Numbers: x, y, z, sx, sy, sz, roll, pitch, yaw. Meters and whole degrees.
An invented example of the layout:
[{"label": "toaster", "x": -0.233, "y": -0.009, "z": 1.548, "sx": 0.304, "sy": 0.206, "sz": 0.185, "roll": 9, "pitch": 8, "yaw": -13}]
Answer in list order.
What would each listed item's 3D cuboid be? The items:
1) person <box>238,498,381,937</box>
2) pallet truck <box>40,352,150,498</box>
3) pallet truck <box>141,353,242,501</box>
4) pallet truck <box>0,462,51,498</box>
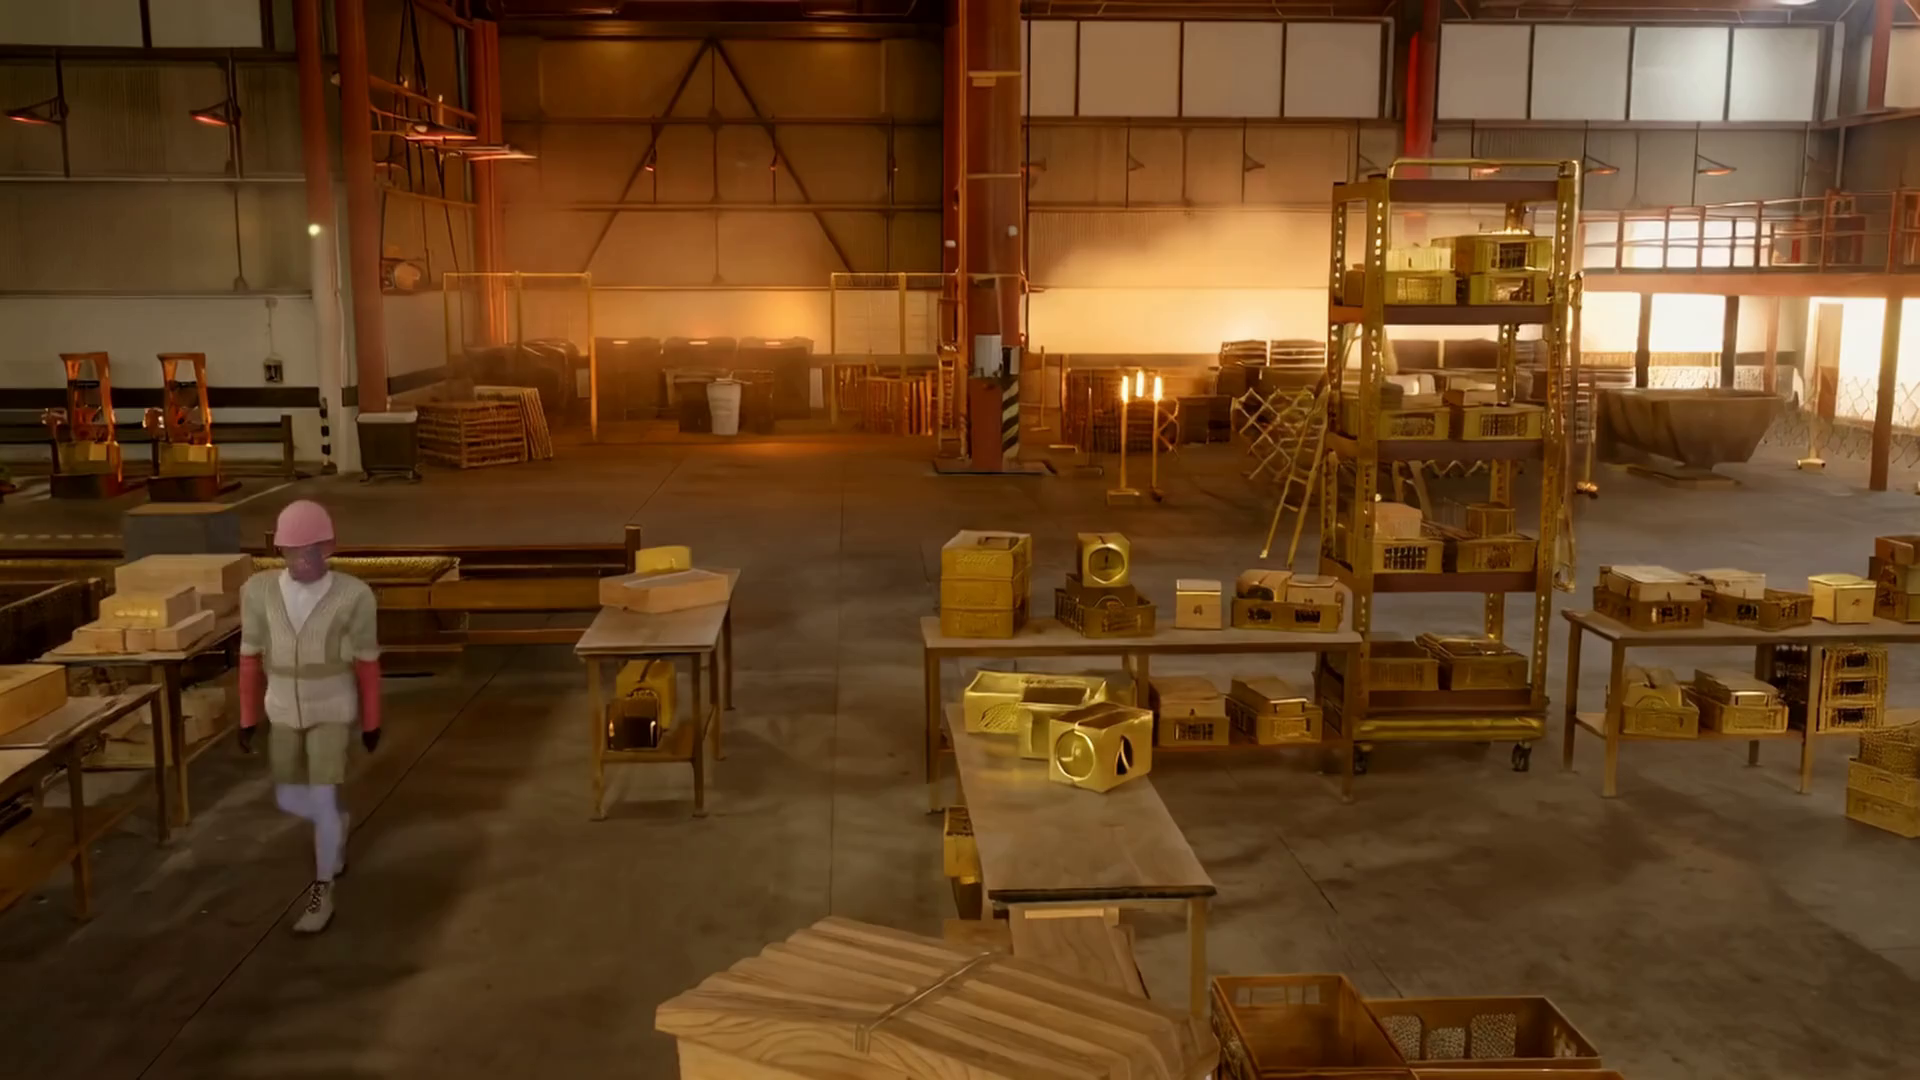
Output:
[{"label": "person", "x": -3.041, "y": 0.783, "z": 7.881, "sx": 0.630, "sy": 2.024, "sz": 0.815, "roll": 0, "pitch": 9, "yaw": 0}, {"label": "pallet truck", "x": -11.907, "y": -1.642, "z": 23.165, "sx": 0.823, "sy": 1.965, "sz": 1.885, "roll": 0, "pitch": 9, "yaw": 0}, {"label": "pallet truck", "x": -10.520, "y": -1.604, "z": 22.925, "sx": 0.823, "sy": 1.965, "sz": 1.885, "roll": -1, "pitch": 9, "yaw": -6}, {"label": "pallet truck", "x": -13.193, "y": -1.293, "z": 23.148, "sx": 0.653, "sy": 1.274, "sz": 1.630, "roll": -1, "pitch": 9, "yaw": -4}]
